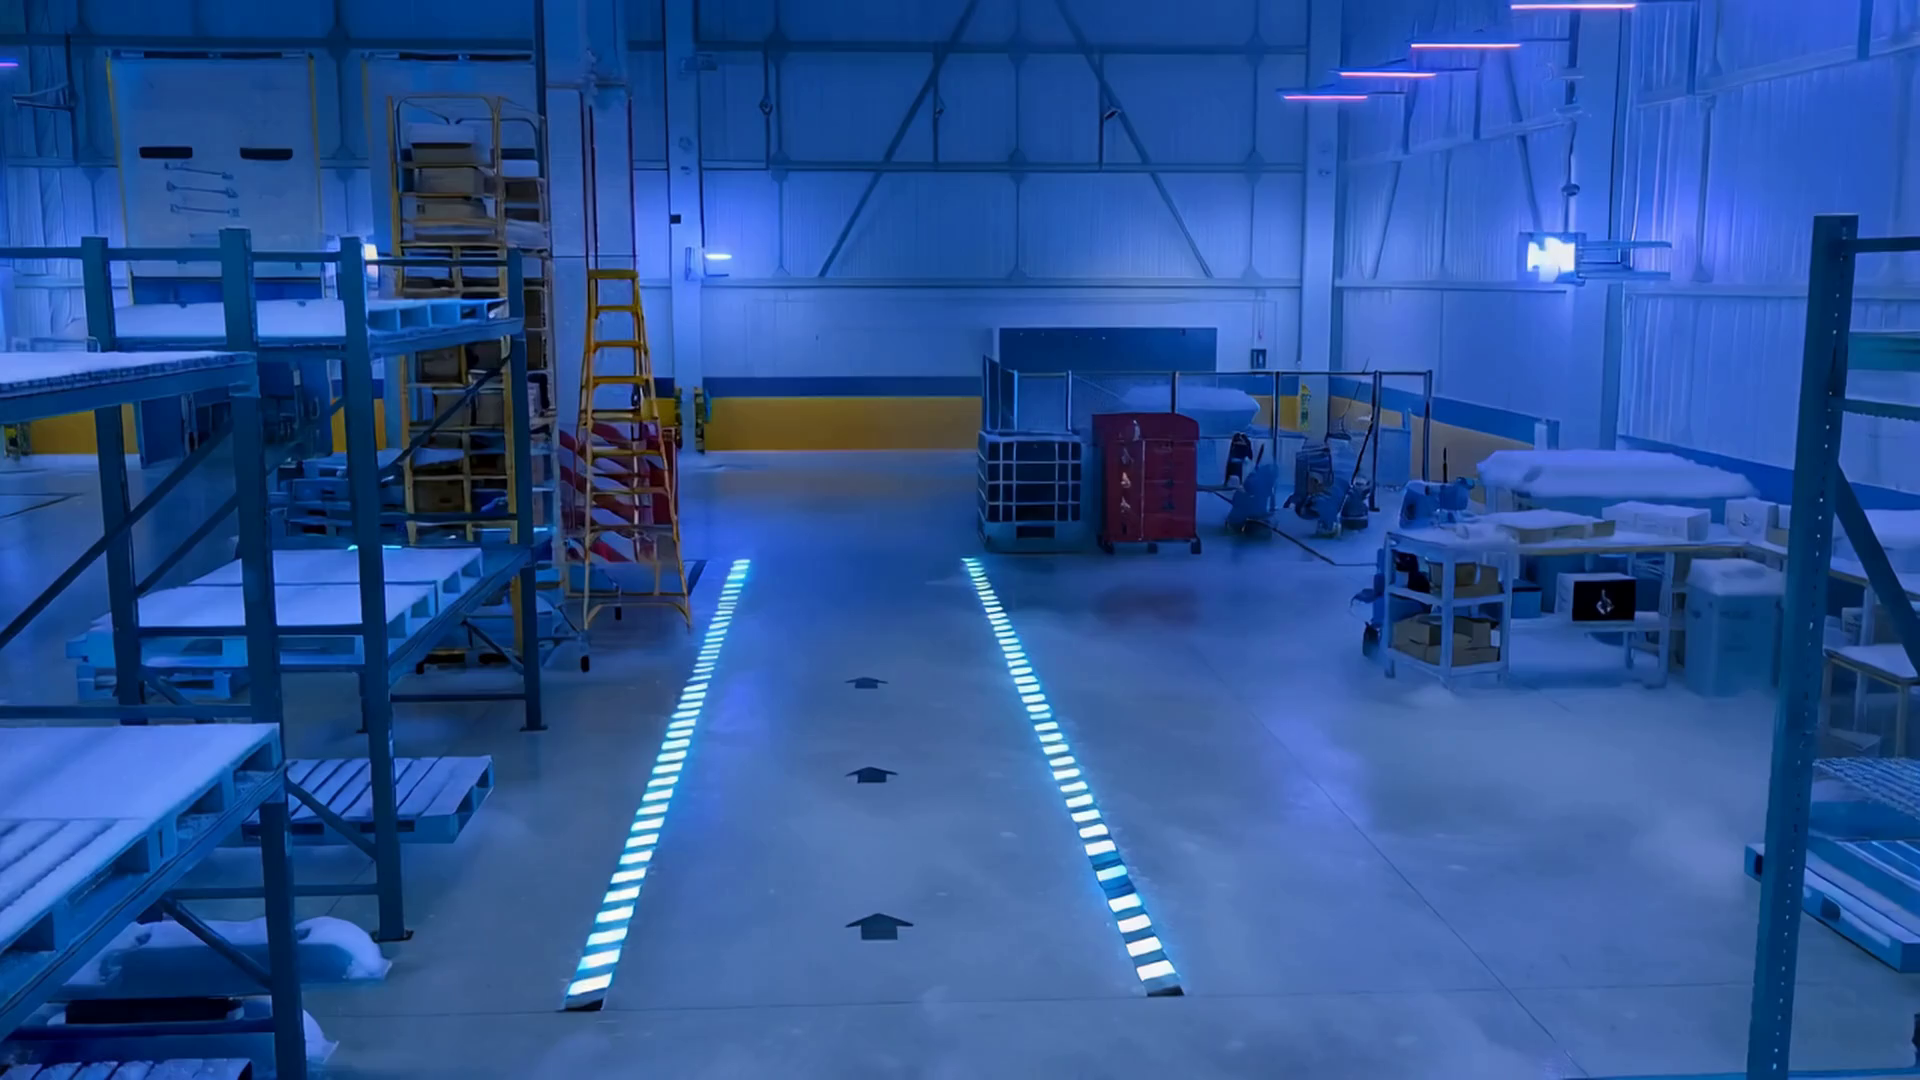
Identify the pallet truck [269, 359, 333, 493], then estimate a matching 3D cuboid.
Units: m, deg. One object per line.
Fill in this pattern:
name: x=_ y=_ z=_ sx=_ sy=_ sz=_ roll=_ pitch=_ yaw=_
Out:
pallet truck: x=-7.062 y=-1.131 z=18.996 sx=1.885 sy=1.965 sz=0.823 roll=2 pitch=9 yaw=13
